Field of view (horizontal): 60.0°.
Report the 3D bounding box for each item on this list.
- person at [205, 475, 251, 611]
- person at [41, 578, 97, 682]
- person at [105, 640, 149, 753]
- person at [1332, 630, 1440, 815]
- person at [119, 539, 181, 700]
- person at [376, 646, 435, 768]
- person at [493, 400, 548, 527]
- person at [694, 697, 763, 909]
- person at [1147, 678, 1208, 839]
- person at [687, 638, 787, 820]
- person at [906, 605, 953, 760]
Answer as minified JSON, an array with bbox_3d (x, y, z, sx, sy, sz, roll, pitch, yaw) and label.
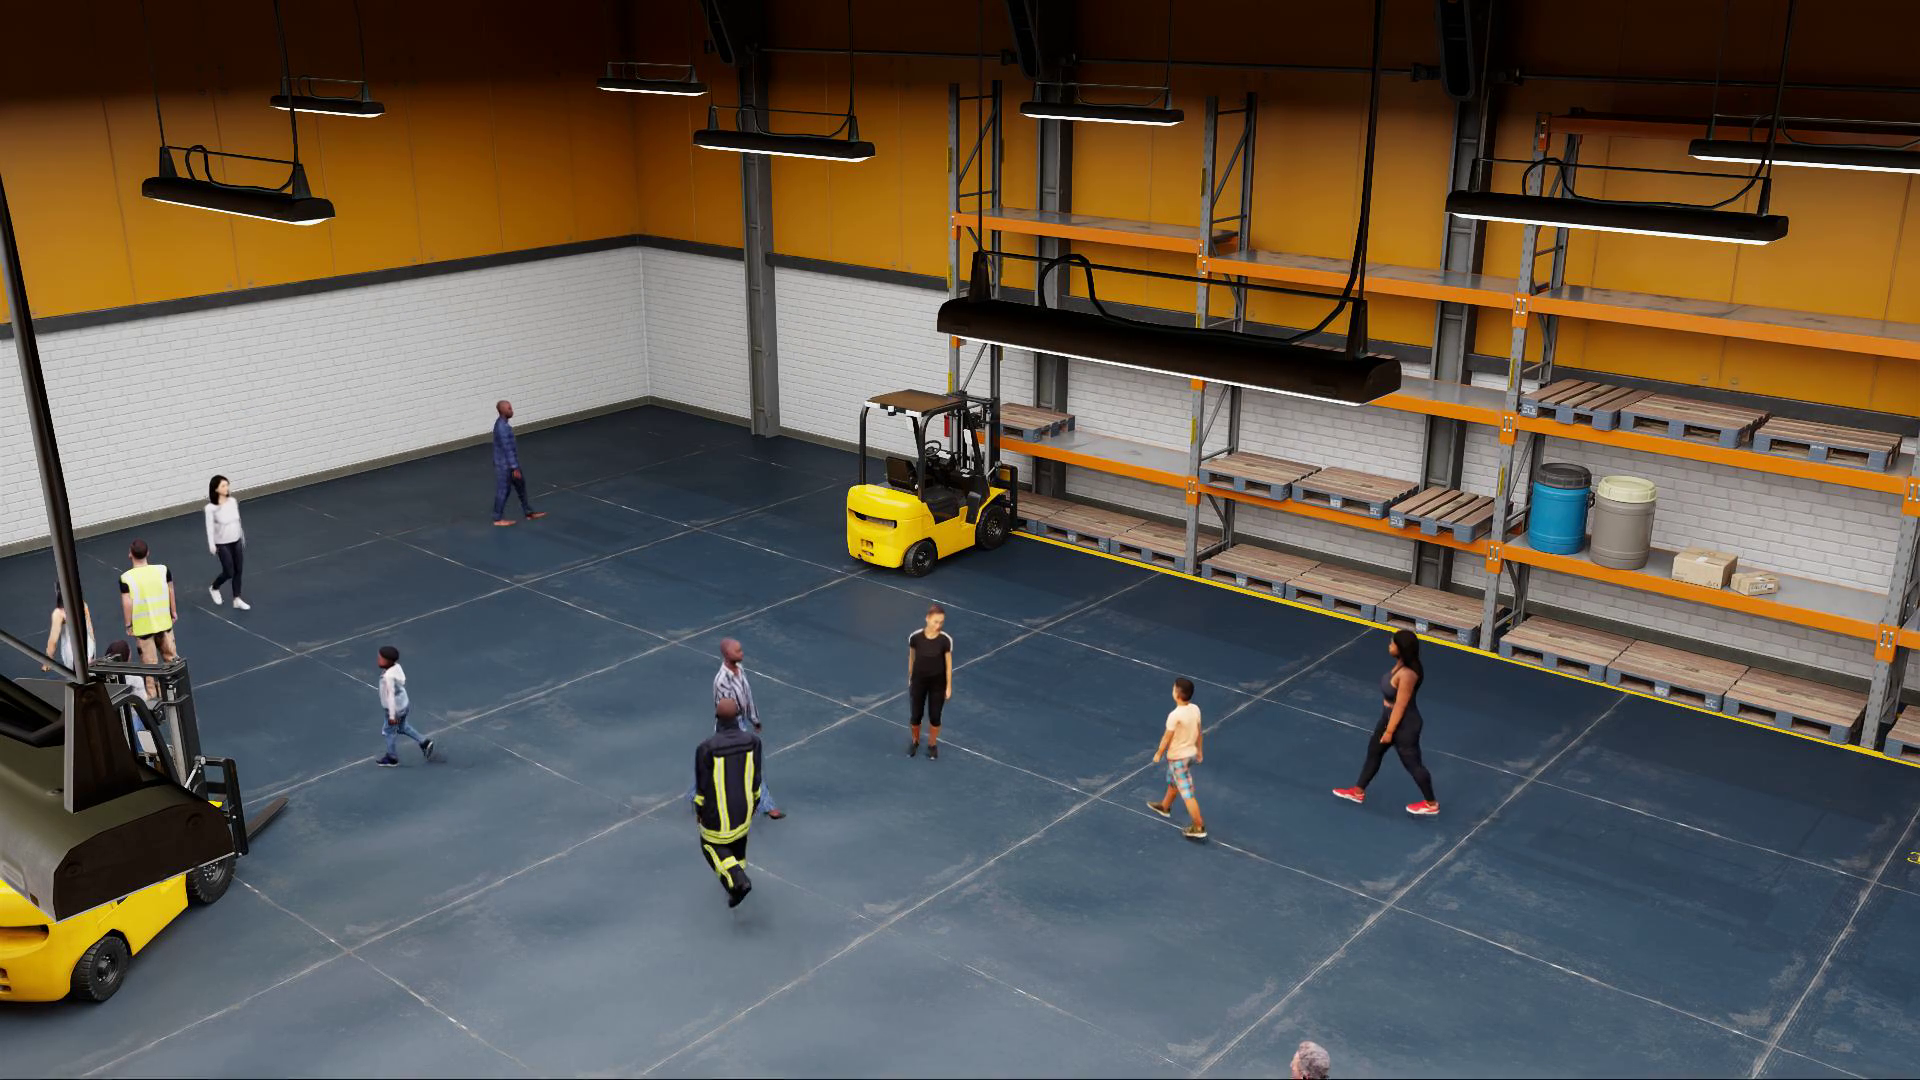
[{"bbox_3d":[-8.923,0.027,20.124,0.811,1.693,0.728,8,20,21],"label":"person"},{"bbox_3d":[-8.714,1.225,16.614,1.251,1.662,1.029,2,19,5],"label":"person"},{"bbox_3d":[-7.633,1.696,15.264,0.625,1.631,0.742,3,19,9],"label":"person"},{"bbox_3d":[4.083,1.694,15.062,1.297,1.764,1.043,5,19,13],"label":"person"},{"bbox_3d":[-8.461,0.869,17.386,0.668,1.845,0.674,15,24,37],"label":"person"},{"bbox_3d":[-5.429,1.605,16.135,0.841,1.247,0.742,0,19,1],"label":"person"},{"bbox_3d":[-6.404,-1.054,23.183,1.085,1.789,1.054,-4,19,-11],"label":"person"},{"bbox_3d":[-1.877,2.158,13.609,0.910,1.811,1.076,-11,22,-30],"label":"person"},{"bbox_3d":[2.032,1.962,14.792,0.970,1.428,0.551,16,25,40],"label":"person"},{"bbox_3d":[-2.134,1.716,15.024,1.255,1.747,1.075,2,19,7],"label":"person"},{"bbox_3d":[-0.311,1.372,16.223,0.716,1.633,0.804,7,20,19],"label":"person"}]
